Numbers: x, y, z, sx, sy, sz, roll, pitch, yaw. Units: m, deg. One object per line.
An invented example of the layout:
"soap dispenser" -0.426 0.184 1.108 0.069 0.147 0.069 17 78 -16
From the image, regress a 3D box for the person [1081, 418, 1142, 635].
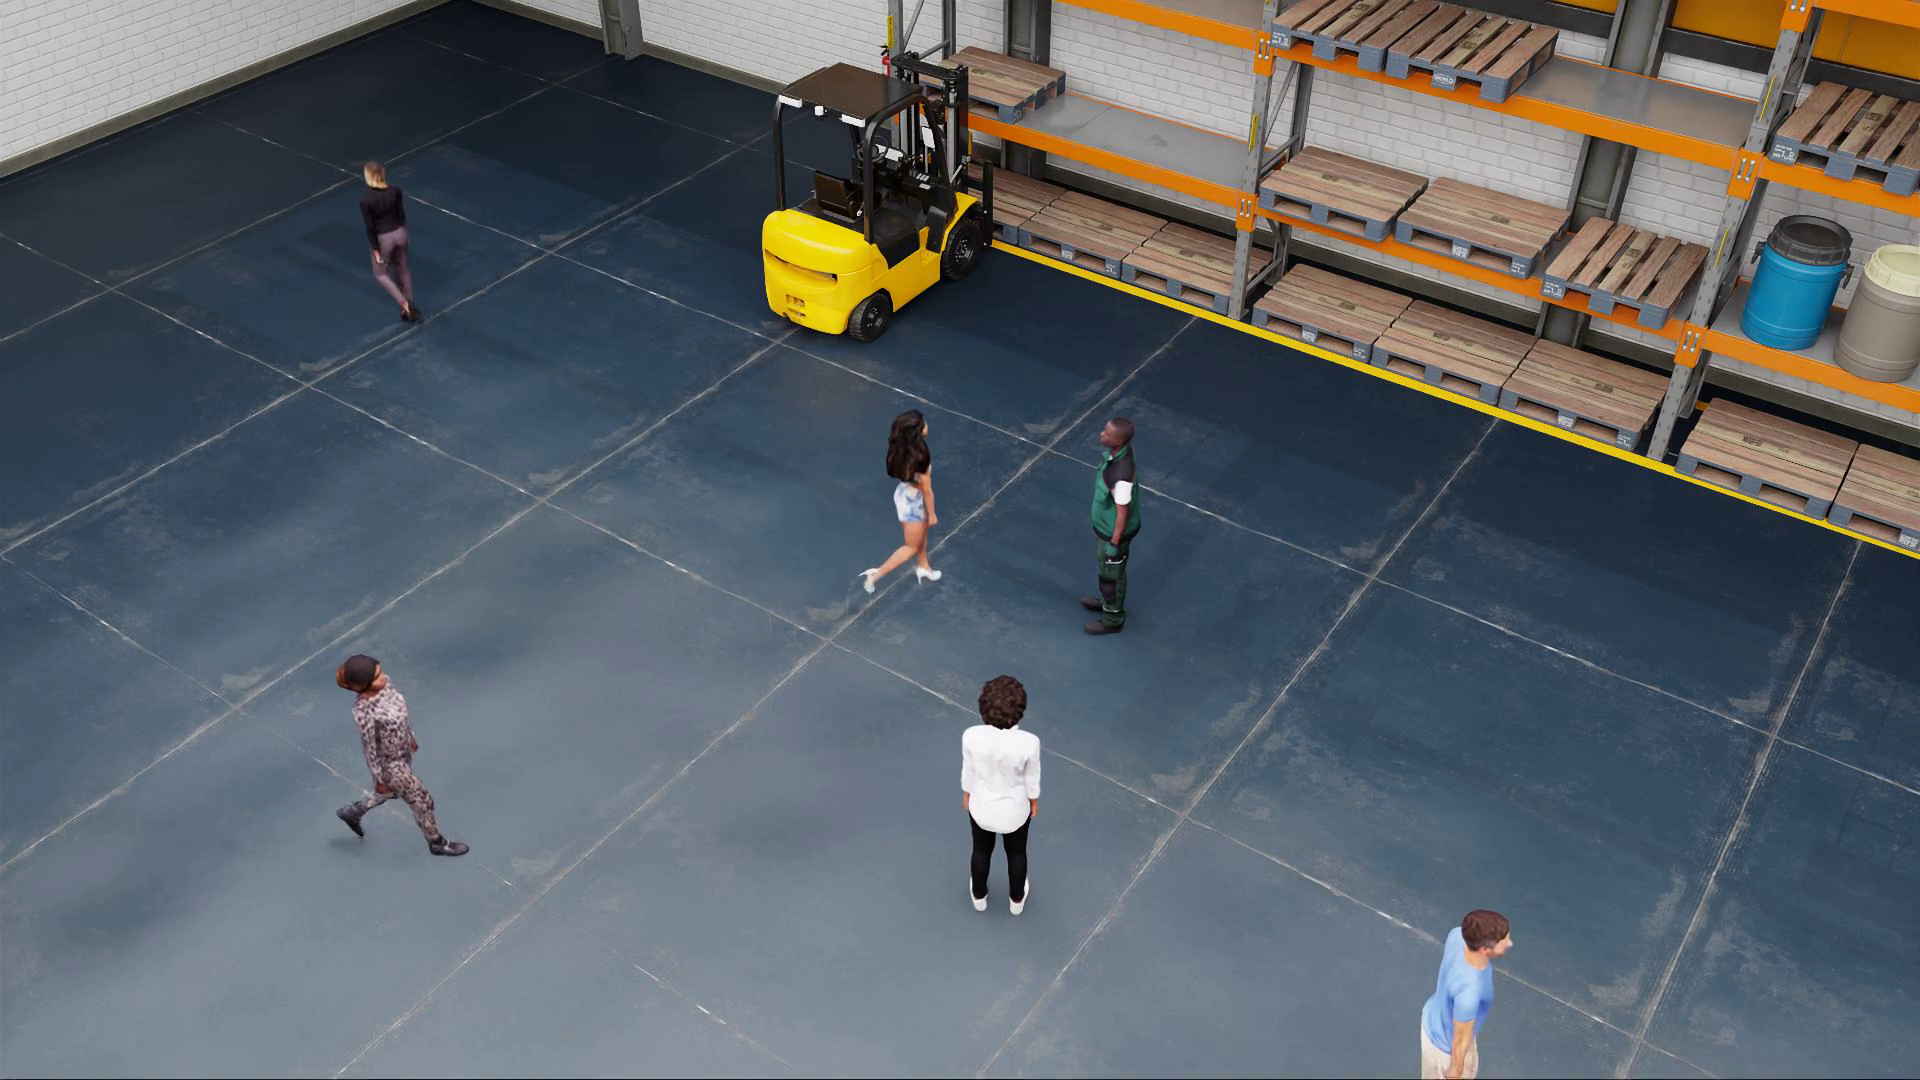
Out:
"person" 1.110 -0.111 11.929 0.809 1.840 0.786 0 39 0

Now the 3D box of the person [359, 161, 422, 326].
"person" -5.189 -2.680 15.289 0.752 1.660 0.639 29 47 31

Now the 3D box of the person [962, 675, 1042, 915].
"person" 0.239 1.544 9.884 0.648 1.805 0.767 5 39 6

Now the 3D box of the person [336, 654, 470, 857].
"person" -3.560 1.338 10.230 1.121 1.696 0.915 4 39 5

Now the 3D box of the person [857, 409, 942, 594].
"person" -0.408 -0.219 12.250 0.912 1.608 0.952 -16 41 -19

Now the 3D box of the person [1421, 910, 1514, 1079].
"person" 2.460 2.542 8.603 1.135 1.844 0.915 6 39 7
